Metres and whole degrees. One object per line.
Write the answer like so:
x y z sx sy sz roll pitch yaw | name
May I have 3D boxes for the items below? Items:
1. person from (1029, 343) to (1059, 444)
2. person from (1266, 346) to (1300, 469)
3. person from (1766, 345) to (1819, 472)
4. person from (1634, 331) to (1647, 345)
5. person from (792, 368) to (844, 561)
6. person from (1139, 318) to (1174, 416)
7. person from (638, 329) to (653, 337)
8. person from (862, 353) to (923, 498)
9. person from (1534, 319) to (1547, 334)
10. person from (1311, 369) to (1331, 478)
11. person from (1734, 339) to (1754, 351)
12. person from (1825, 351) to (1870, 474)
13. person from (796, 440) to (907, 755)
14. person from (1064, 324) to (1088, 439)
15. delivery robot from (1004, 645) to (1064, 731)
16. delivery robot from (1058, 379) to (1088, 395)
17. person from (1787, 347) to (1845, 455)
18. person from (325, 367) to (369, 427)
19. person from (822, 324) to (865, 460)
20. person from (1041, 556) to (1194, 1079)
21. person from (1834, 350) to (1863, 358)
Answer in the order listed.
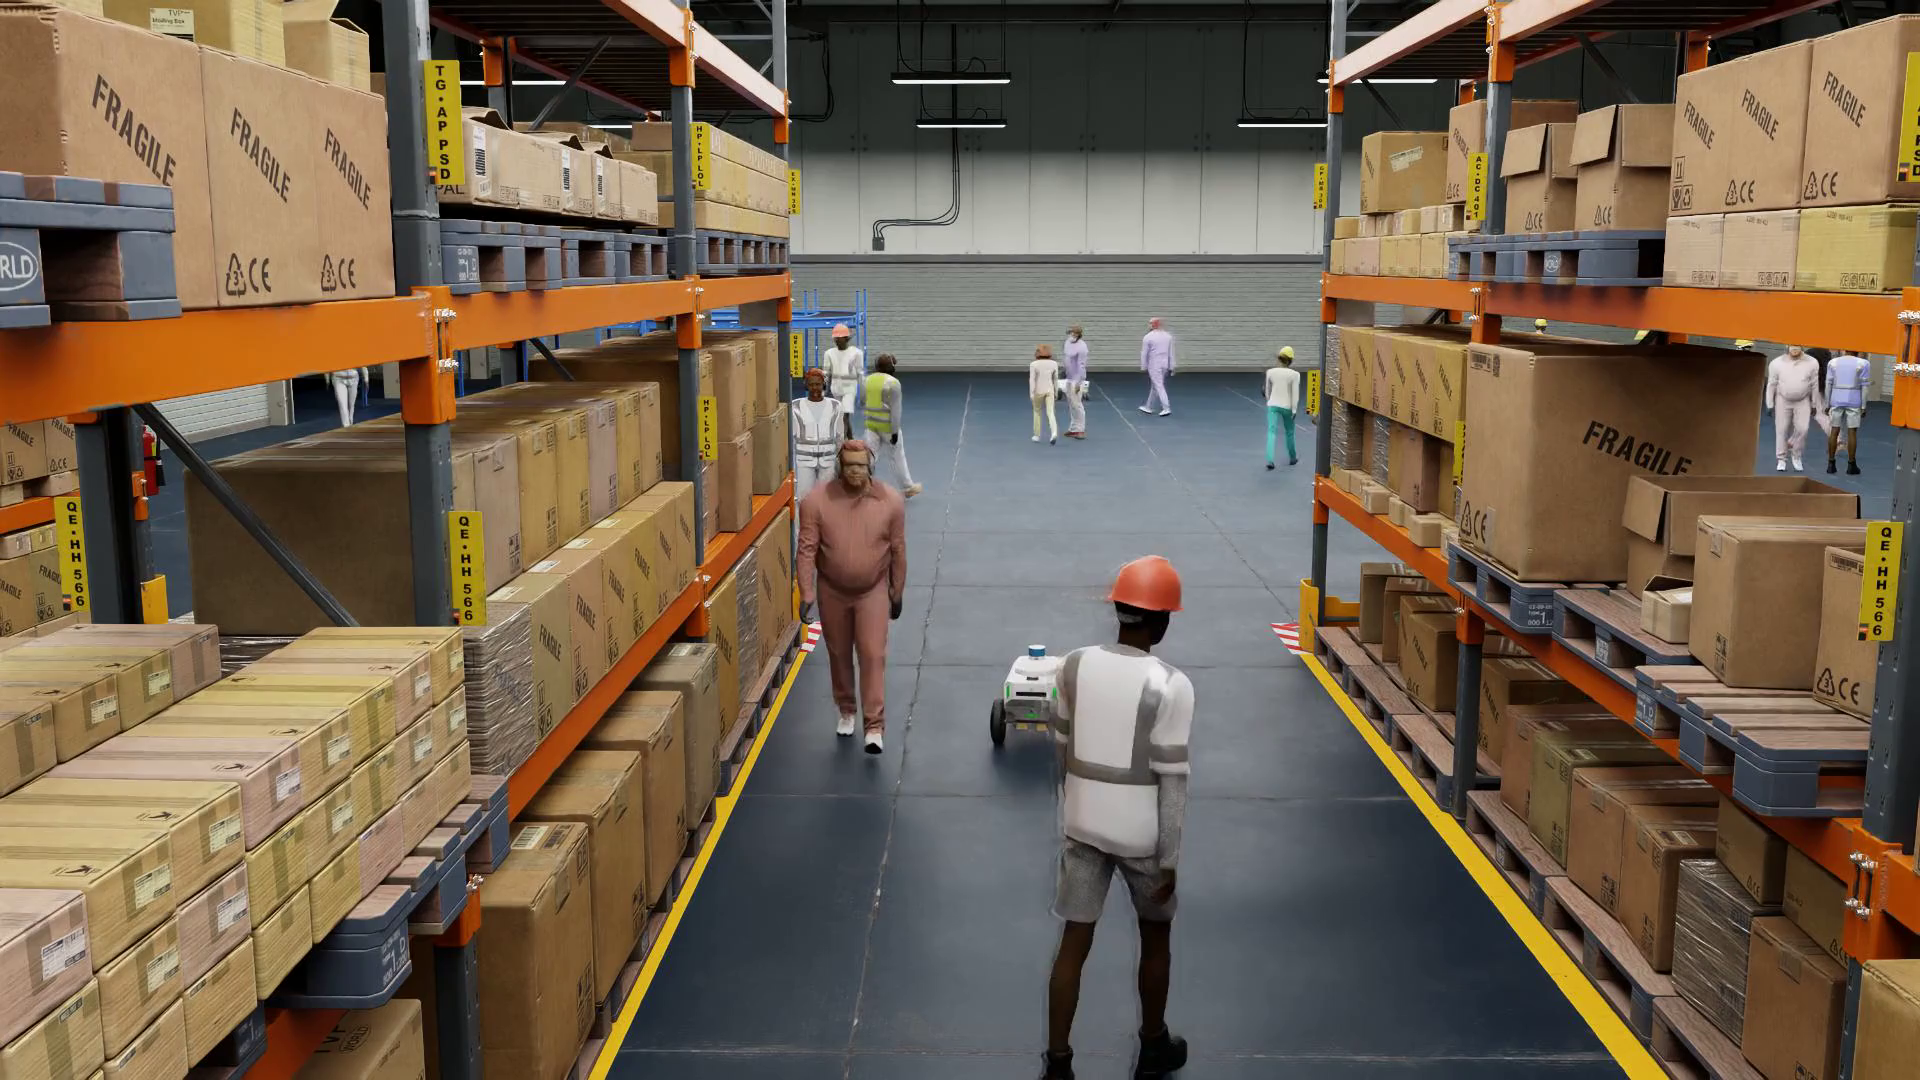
1.373 -2.365 26.813 0.515 1.604 0.807 -3 10 -17 | person
4.574 -1.885 23.611 0.526 1.719 0.897 5 11 27 | person
11.551 -1.886 23.098 0.670 1.886 0.626 4 10 23 | person
11.836 -2.780 28.971 0.523 1.716 0.927 -9 13 -44 | person
-1.407 -0.737 16.230 0.584 1.882 0.337 -2 10 -13 | person
3.759 -3.298 31.705 0.646 1.847 1.015 -7 12 -36 | person
-8.240 -5.414 43.903 0.536 2.000 0.688 8 12 38 | person
-0.873 -1.371 20.268 0.645 1.790 0.950 8 13 41 | person
11.889 -3.677 34.188 0.314 1.769 0.523 -5 11 -27 | person
4.919 -1.632 21.617 0.638 1.890 1.060 -1 9 -4 | person
11.712 -2.168 24.946 0.588 1.834 0.403 -5 11 -26 | person
12.240 -1.887 22.969 0.547 1.934 0.375 9 13 42 | person
-0.643 0.332 9.922 0.654 1.851 1.002 0 9 -2 | person
1.881 -2.629 27.570 0.373 1.900 0.775 -4 10 -22 | person
0.474 0.894 10.281 0.477 0.478 0.707 1 10 8 | delivery robot
2.374 -3.278 35.267 0.707 0.478 0.477 9 13 43 | delivery robot
13.109 -2.294 25.399 0.606 1.941 1.037 -7 12 -37 | person
-10.243 -2.658 27.751 0.626 1.893 1.023 -7 11 -34 | person
-1.771 -2.197 24.658 0.639 1.980 1.064 4 10 21 | person
0.532 1.013 5.791 0.559 1.896 0.698 6 11 33 | person
18.082 -3.558 33.864 0.511 1.639 0.308 6 11 33 | person
